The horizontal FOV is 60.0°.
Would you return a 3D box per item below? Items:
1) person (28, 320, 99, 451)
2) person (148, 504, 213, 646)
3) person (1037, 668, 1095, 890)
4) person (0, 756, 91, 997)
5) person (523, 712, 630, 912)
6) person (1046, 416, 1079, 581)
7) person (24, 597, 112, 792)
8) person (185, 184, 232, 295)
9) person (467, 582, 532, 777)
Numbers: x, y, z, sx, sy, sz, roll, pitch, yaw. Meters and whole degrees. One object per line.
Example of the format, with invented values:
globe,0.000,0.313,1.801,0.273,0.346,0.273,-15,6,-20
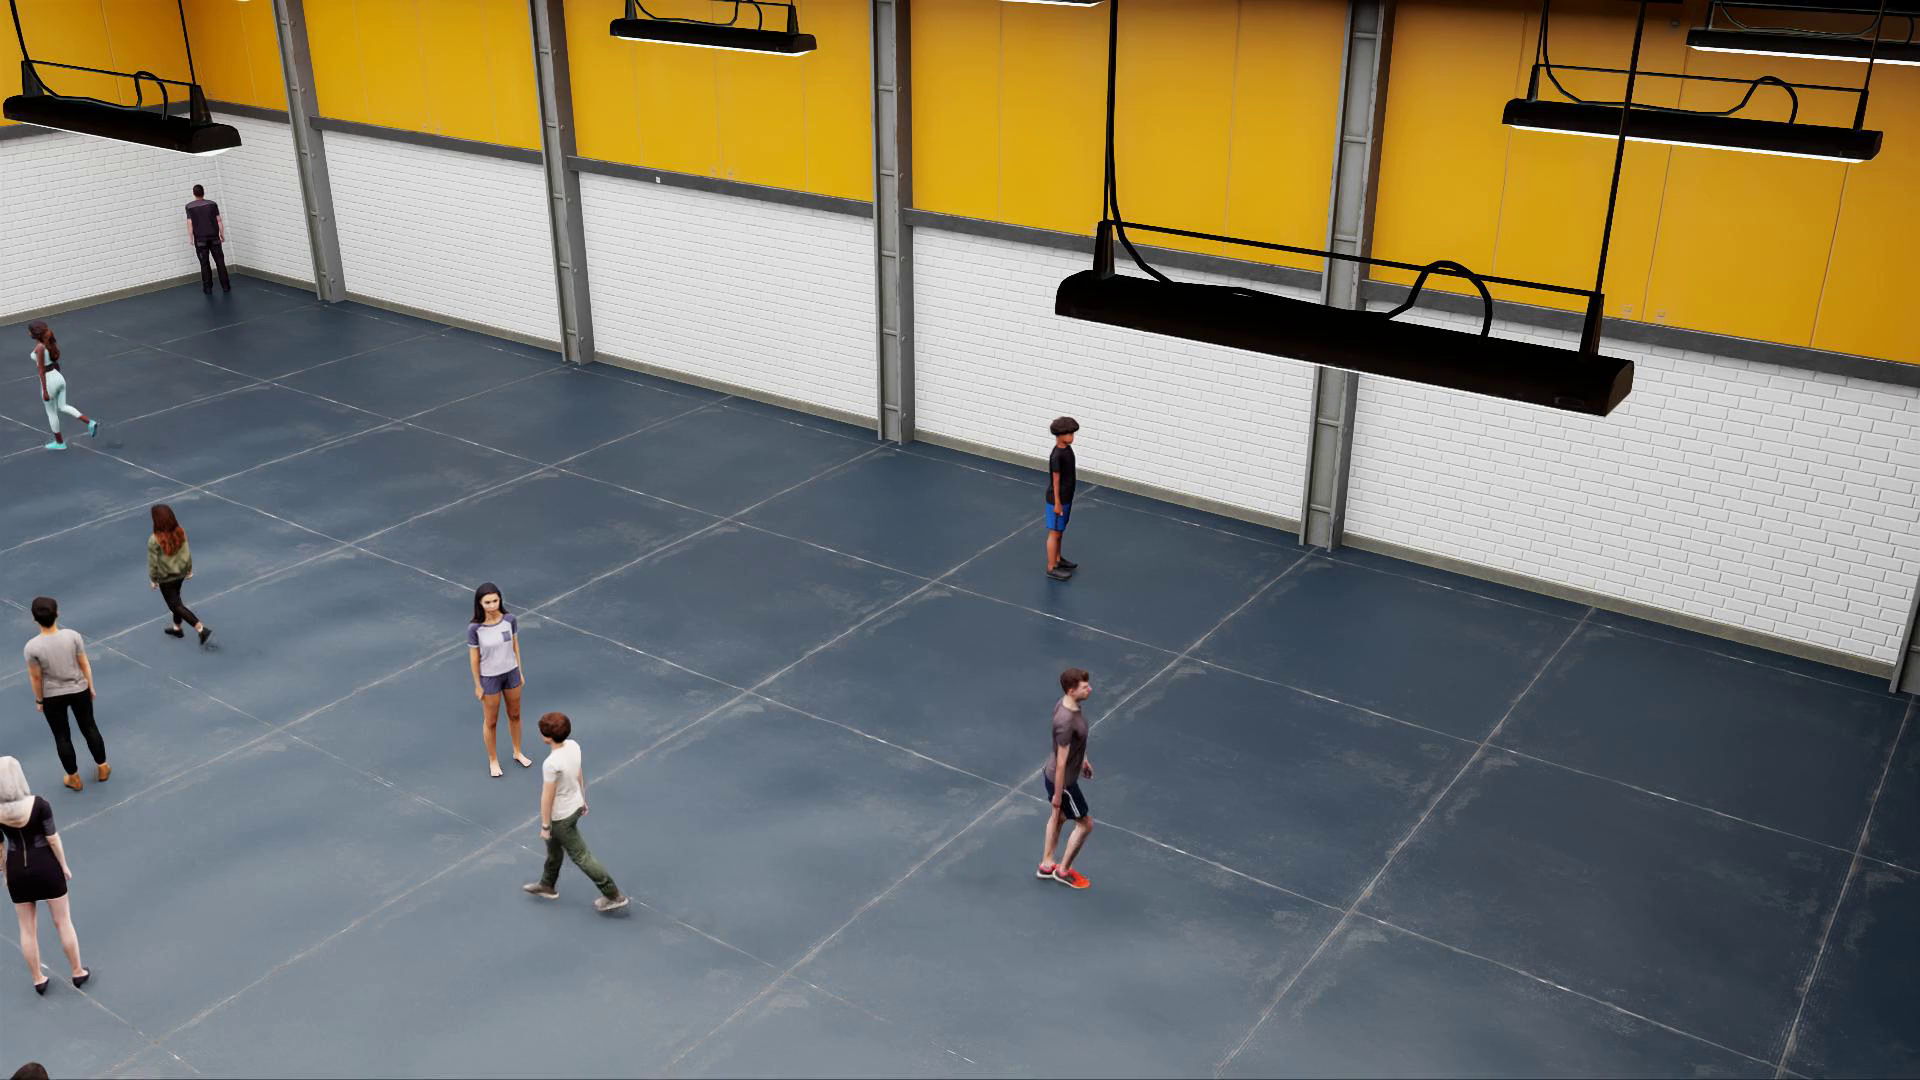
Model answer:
person,-11.522,-1.966,21.268,1.000,1.710,0.884,-1,24,-2
person,-7.651,0.364,16.260,0.994,1.451,0.714,9,25,20
person,0.699,1.779,12.540,0.821,1.838,0.789,1,24,2
person,-6.337,2.292,11.379,0.655,1.827,0.698,-6,24,-15
person,-2.828,2.040,12.220,1.186,1.616,0.856,6,24,14
person,1.060,-0.471,17.745,0.654,1.792,0.663,7,25,16
person,-7.465,1.267,13.857,0.663,1.722,0.617,-18,29,-35
person,-12.847,-5.149,28.379,0.807,1.846,0.765,-13,27,-27
person,-3.908,1.158,14.090,0.644,1.734,0.603,-17,29,-34
